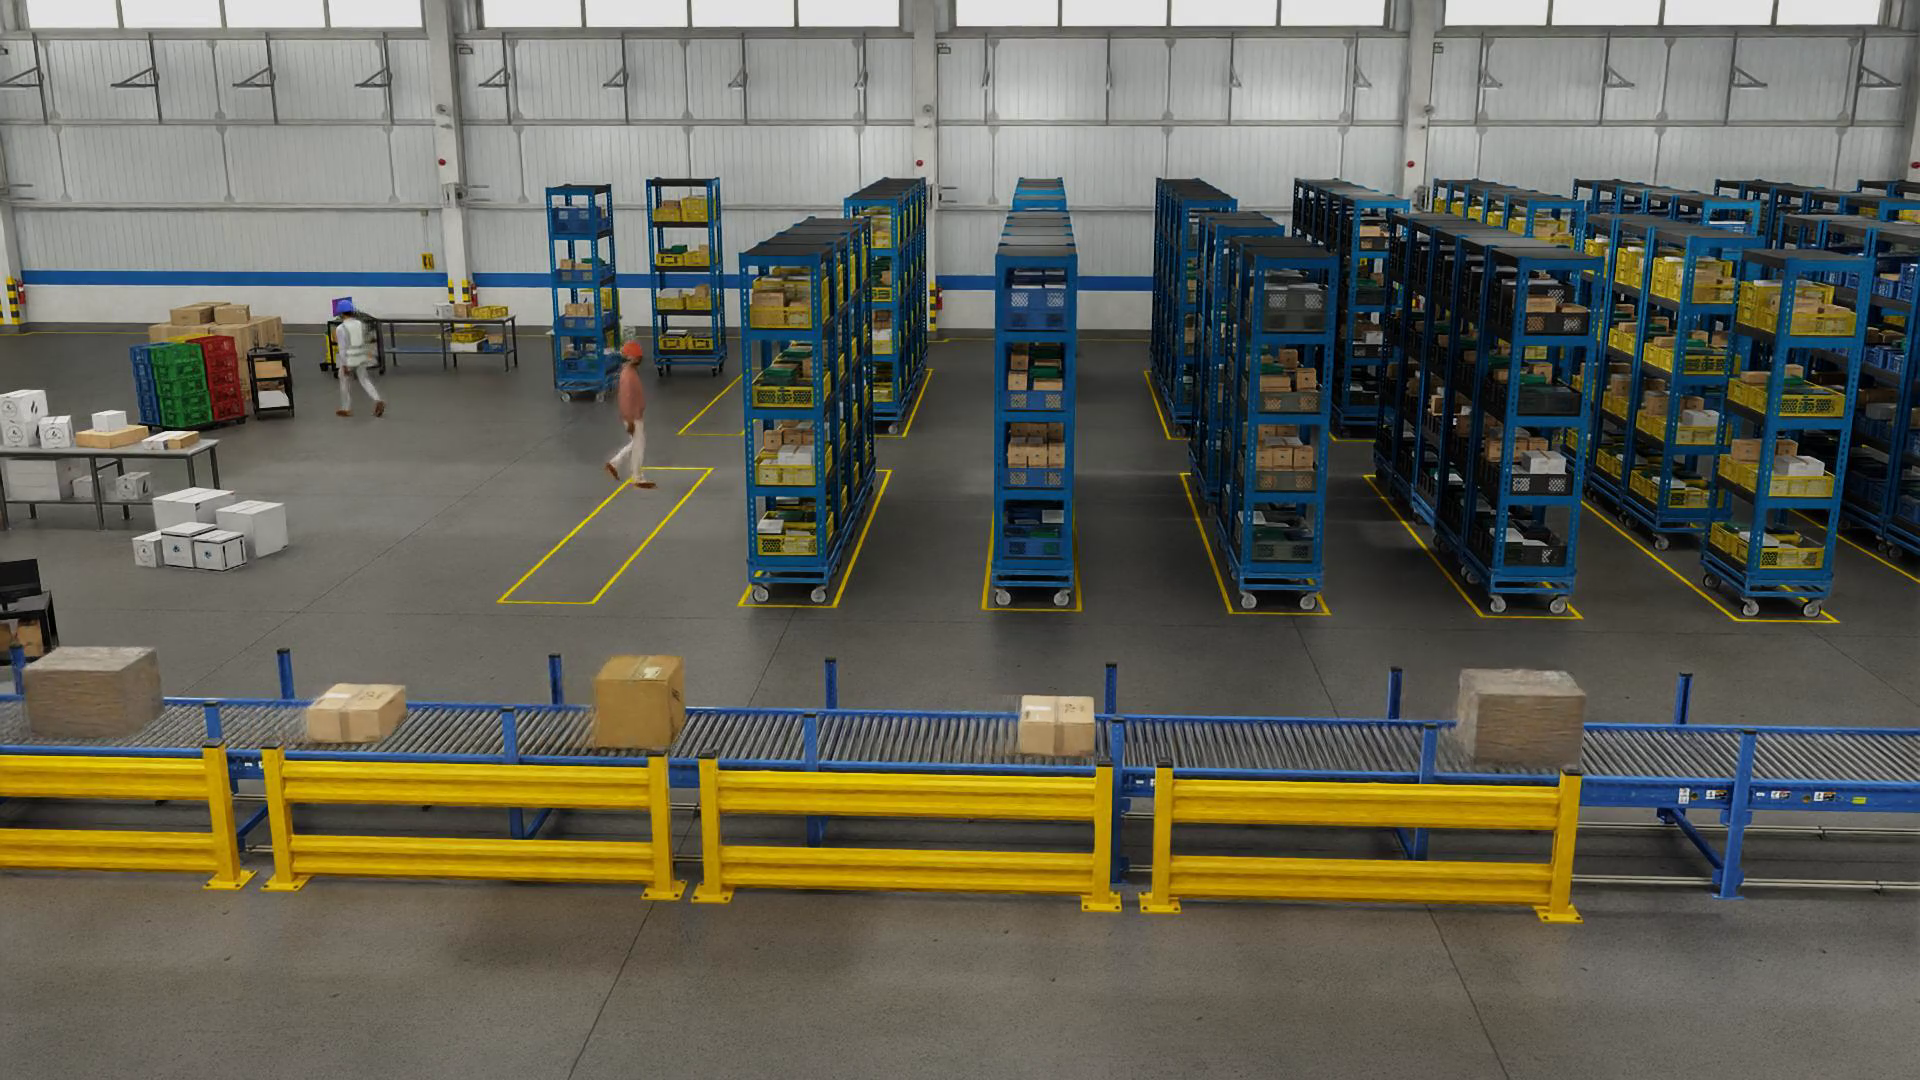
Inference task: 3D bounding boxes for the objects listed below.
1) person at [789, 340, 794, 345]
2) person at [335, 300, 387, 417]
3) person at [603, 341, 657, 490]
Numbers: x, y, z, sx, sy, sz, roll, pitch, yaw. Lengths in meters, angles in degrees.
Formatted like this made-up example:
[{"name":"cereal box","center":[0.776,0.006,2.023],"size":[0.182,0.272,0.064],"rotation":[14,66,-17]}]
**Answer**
[{"name":"person","center":[-2.830,-3.561,29.285],"size":[0.599,1.830,0.404],"rotation":[13,20,40]},{"name":"person","center":[-9.688,-2.898,26.682],"size":[0.892,1.917,0.613],"rotation":[8,17,28]},{"name":"person","center":[-4.355,-1.623,21.809],"size":[0.604,1.980,0.628],"rotation":[-2,15,-6]}]
